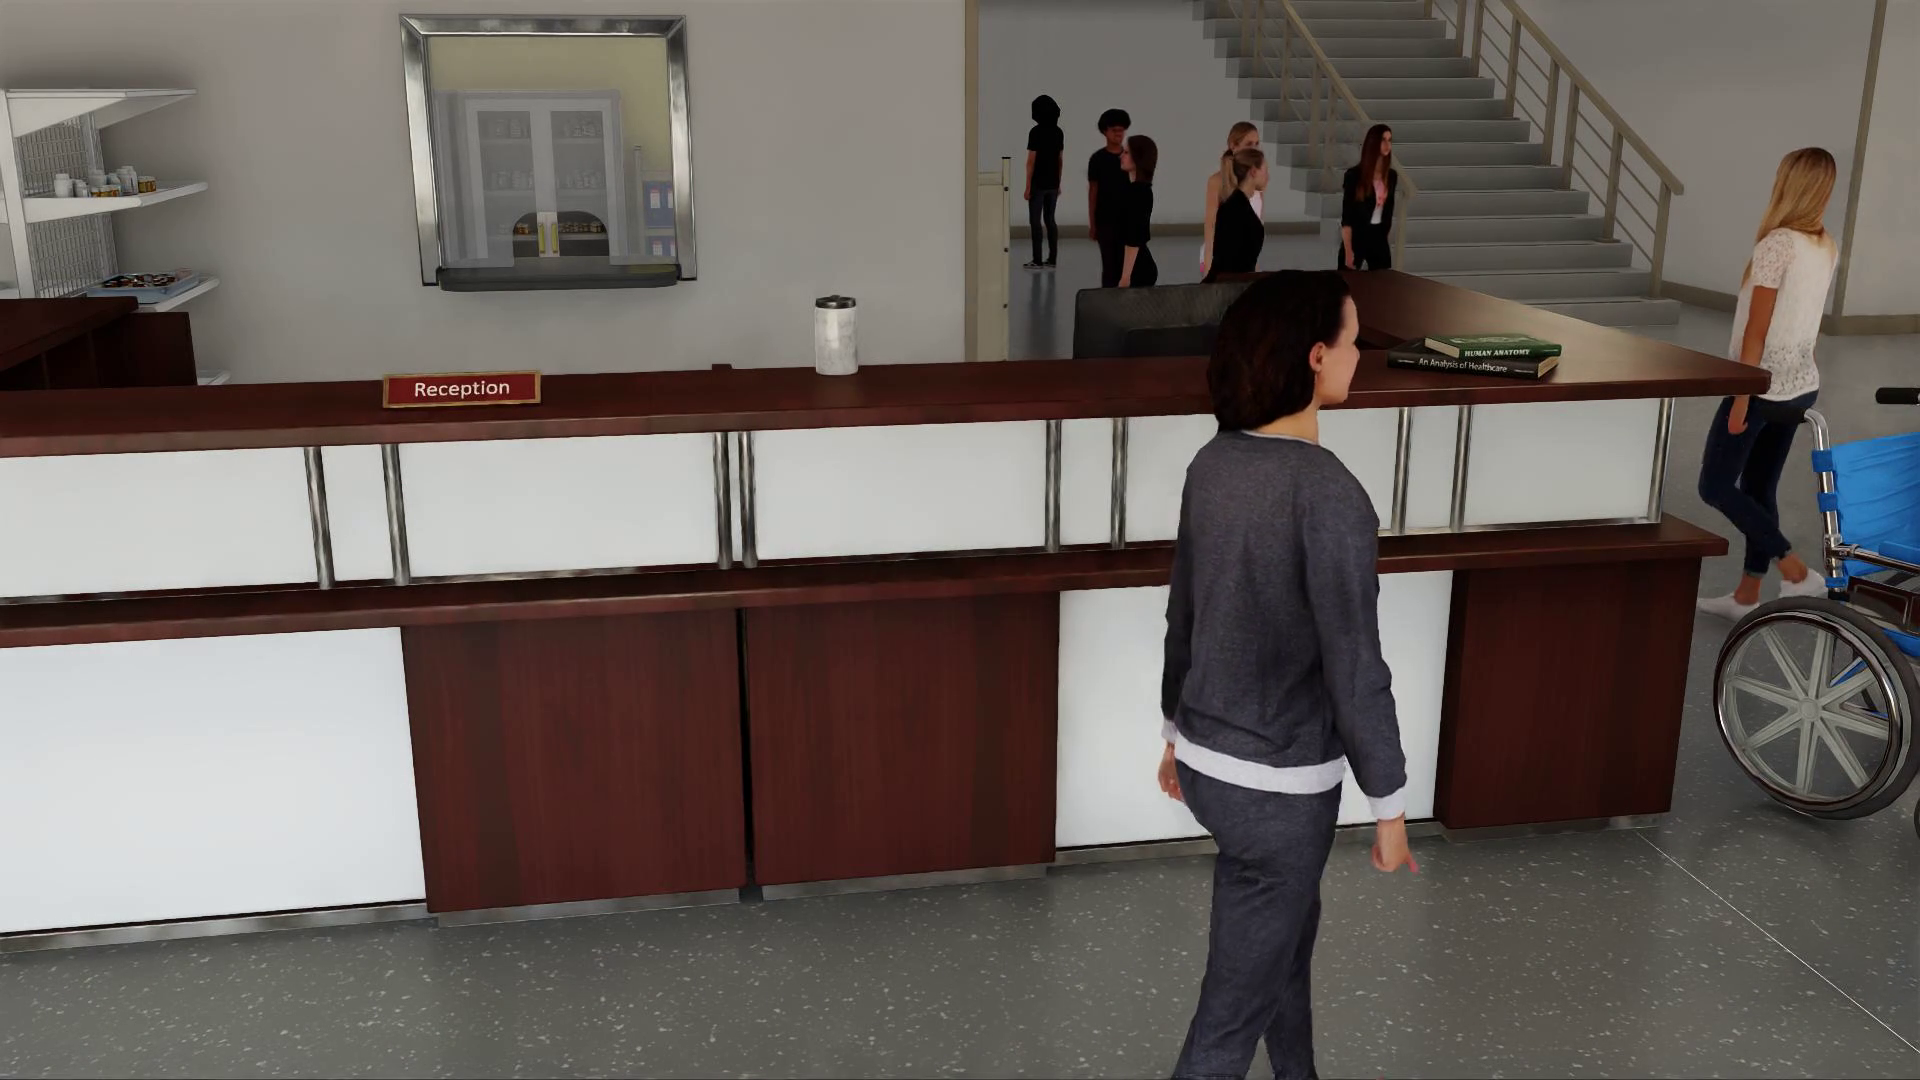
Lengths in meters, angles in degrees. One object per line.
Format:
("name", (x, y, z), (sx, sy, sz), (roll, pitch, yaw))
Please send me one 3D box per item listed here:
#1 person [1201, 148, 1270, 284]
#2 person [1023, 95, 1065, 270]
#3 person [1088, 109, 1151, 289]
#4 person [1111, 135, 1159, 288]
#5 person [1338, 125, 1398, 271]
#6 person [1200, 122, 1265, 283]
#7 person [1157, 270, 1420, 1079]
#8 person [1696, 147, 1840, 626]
("person", (1.287, -1.184, 8.787), (0.726, 1.641, 0.938), (1, 16, 2))
("person", (0.907, -3.847, 17.867), (0.711, 1.826, 0.700), (-12, 20, -36))
("person", (1.293, -2.681, 13.893), (0.689, 1.752, 1.098), (-4, 16, -13))
("person", (1.071, -1.595, 10.124), (0.715, 1.706, 0.579), (4, 16, 16))
("person", (2.837, -2.087, 11.937), (0.713, 1.670, 1.181), (-5, 16, -16))
("person", (1.611, -1.692, 10.362), (0.769, 1.764, 0.913), (-9, 18, -29))
("person", (0.446, 0.431, 2.865), (0.841, 1.746, 0.908), (-7, 17, -25))
("person", (3.035, -0.499, 6.070), (0.779, 1.797, 0.889), (-10, 19, -32))
